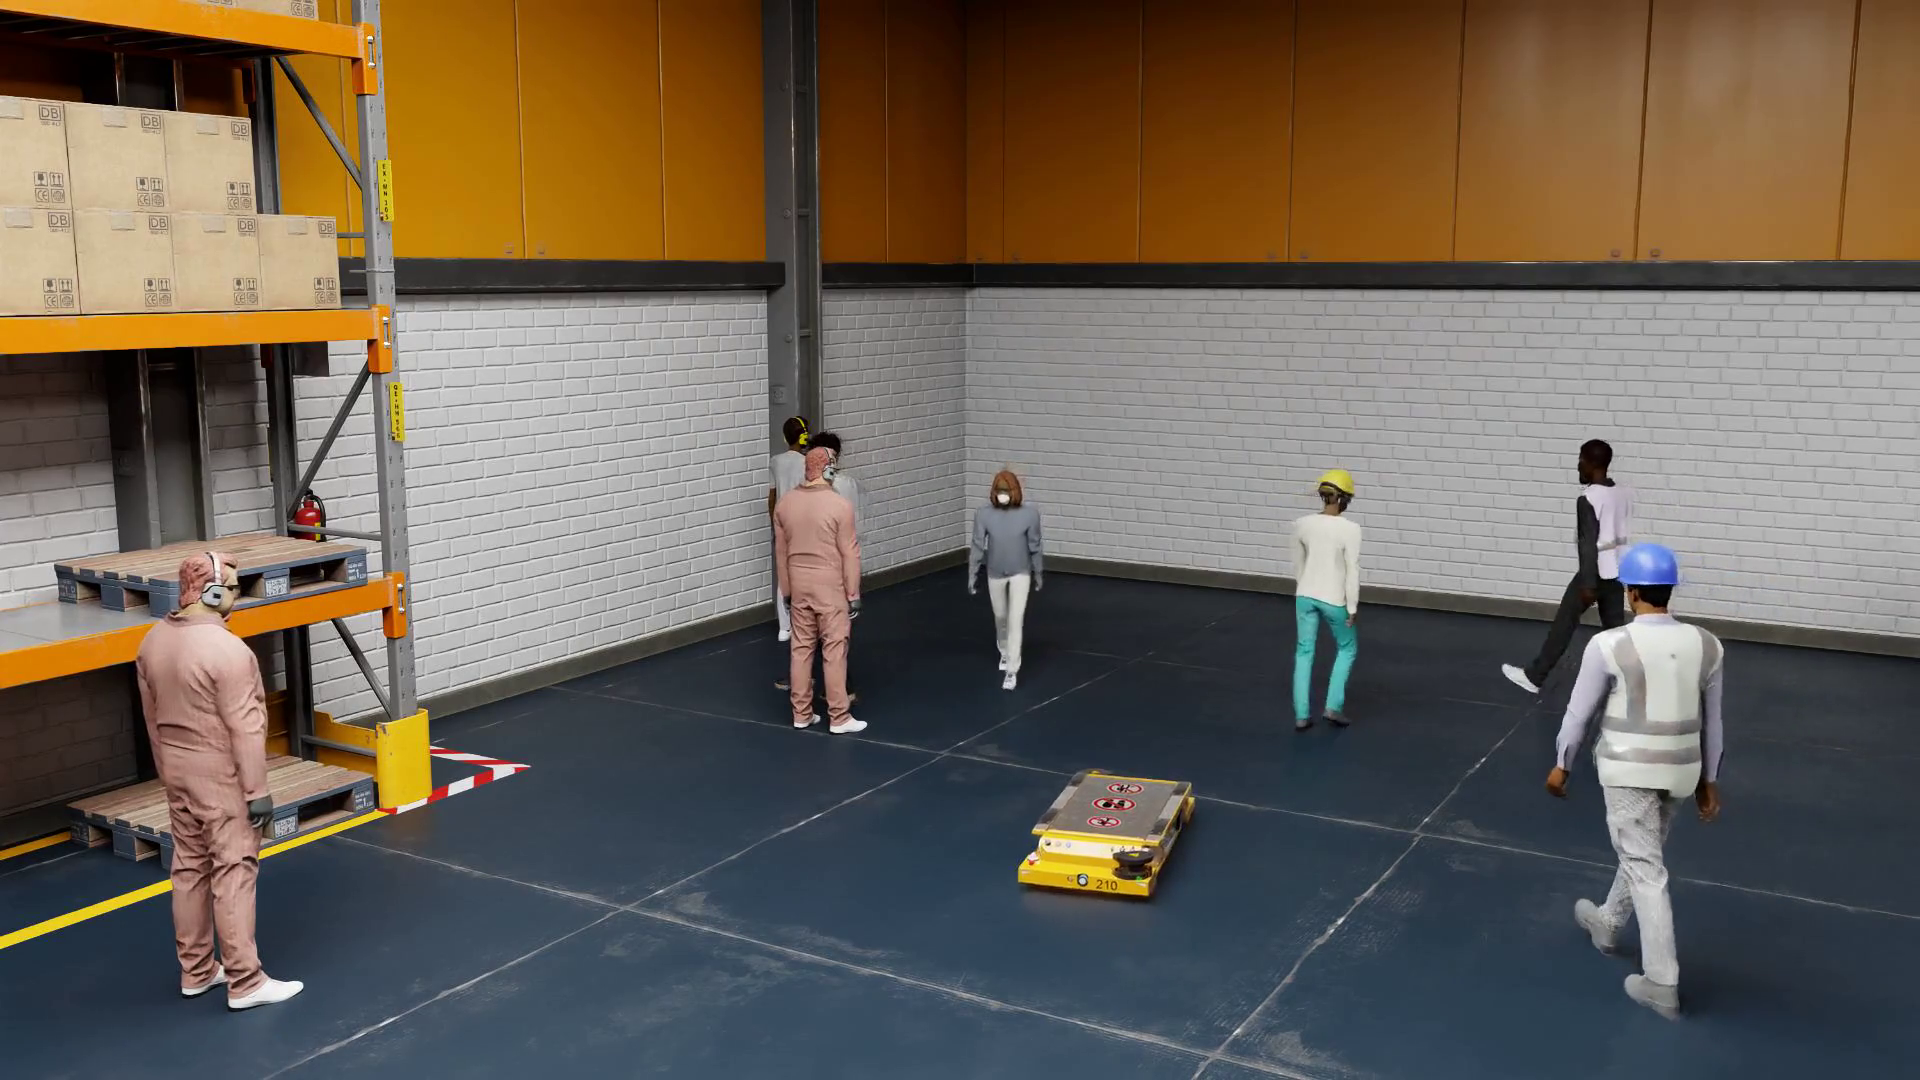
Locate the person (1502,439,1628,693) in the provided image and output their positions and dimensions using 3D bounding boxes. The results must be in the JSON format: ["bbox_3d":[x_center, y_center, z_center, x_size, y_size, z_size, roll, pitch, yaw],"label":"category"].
[{"bbox_3d":[4.411,0.225,11.756,0.621,1.865,0.996,-8,12,-42],"label":"person"}]

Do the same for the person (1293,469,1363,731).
[{"bbox_3d":[2.435,0.400,11.040,0.549,1.733,0.545,8,12,41],"label":"person"}]

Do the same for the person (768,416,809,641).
[{"bbox_3d":[-1.336,-0.084,13.671,0.518,1.874,0.330,6,11,31],"label":"person"}]

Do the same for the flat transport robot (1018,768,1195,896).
[{"bbox_3d":[0.802,1.504,8.741,0.652,0.197,1.431,3,9,17],"label":"flat transport robot"}]

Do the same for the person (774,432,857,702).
[{"bbox_3d":[-1.041,0.187,11.802,0.716,1.923,0.662,2,9,14],"label":"person"}]

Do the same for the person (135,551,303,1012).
[{"bbox_3d":[-3.063,0.990,6.885,0.637,1.901,0.403,6,11,31],"label":"person"}]

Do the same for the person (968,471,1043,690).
[{"bbox_3d":[0.350,0.260,12.428,0.524,1.584,0.860,2,9,12],"label":"person"}]

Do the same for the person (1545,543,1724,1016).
[{"bbox_3d":[2.834,0.954,7.070,0.623,1.898,0.954,-2,9,-14],"label":"person"}]

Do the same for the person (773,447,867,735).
[{"bbox_3d":[-0.904,0.334,10.981,0.637,1.901,0.403,6,11,31],"label":"person"}]
